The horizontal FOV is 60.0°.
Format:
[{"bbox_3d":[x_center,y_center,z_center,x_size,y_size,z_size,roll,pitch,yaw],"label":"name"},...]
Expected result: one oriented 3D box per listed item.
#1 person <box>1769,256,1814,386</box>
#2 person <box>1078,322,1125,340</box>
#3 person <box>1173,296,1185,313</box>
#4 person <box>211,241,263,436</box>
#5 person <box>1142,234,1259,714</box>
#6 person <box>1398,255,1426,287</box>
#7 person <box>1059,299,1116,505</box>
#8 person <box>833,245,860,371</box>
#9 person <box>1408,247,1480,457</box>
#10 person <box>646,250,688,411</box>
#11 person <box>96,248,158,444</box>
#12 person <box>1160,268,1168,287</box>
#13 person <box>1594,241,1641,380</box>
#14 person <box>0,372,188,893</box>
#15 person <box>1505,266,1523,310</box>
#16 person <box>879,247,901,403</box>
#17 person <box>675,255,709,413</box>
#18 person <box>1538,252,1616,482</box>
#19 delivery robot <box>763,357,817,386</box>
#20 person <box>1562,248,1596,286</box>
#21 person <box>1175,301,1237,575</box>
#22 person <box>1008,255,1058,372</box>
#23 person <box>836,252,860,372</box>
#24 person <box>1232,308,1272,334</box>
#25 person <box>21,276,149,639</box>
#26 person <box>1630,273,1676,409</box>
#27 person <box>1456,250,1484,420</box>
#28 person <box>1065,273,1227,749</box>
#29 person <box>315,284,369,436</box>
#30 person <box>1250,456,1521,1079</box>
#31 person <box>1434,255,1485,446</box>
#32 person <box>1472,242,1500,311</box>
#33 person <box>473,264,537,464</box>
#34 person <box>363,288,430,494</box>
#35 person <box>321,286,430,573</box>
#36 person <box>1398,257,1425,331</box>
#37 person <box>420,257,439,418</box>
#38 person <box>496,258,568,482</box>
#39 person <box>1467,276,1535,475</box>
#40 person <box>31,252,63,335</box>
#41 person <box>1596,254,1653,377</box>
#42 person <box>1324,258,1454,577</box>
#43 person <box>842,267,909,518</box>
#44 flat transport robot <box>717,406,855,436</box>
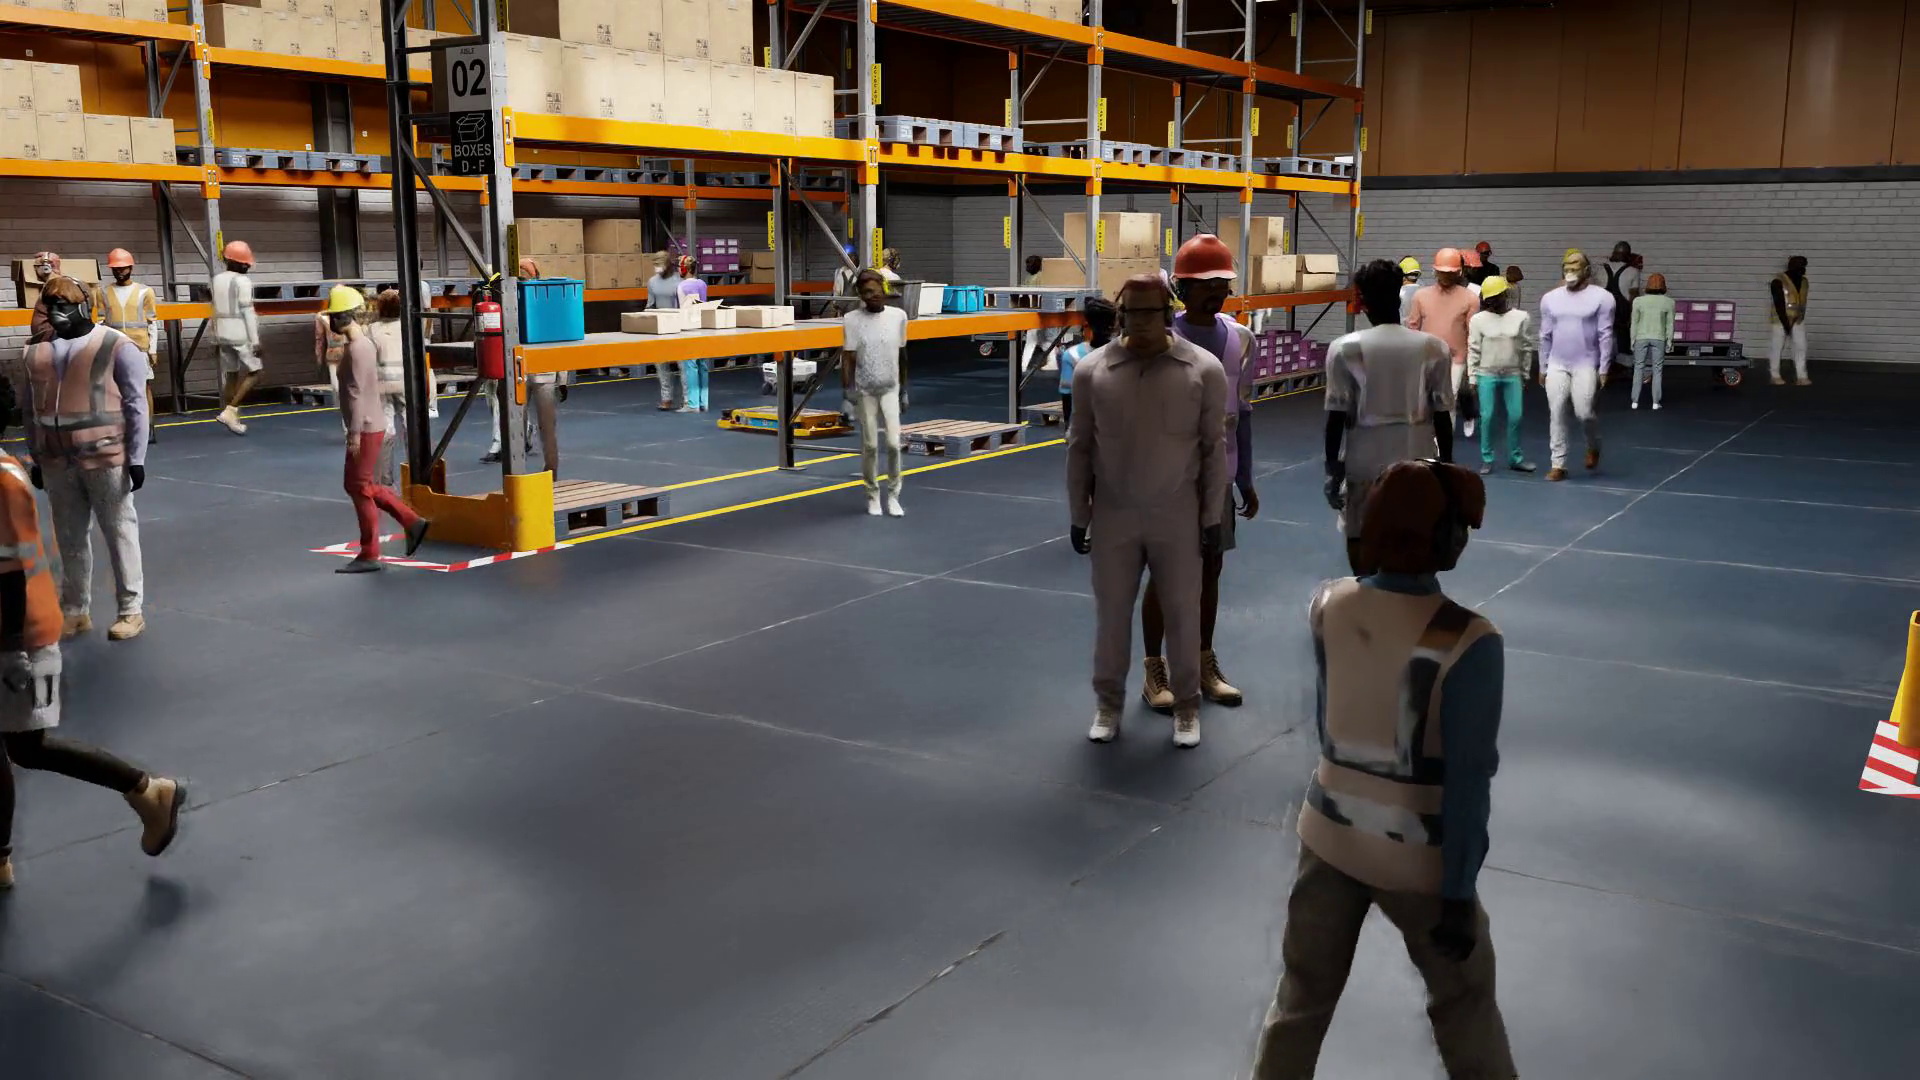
[{"bbox_3d":[11.522,-3.019,23.018,0.626,1.802,0.792,-2,10,-12],"label":"person"},{"bbox_3d":[1.838,-2.805,21.615,0.693,1.878,0.609,3,11,18],"label":"person"},{"bbox_3d":[1.484,-0.868,11.332,0.491,1.727,0.686,5,11,26],"label":"person"},{"bbox_3d":[-7.530,-2.076,17.212,0.710,2.016,0.511,7,12,32],"label":"person"},{"bbox_3d":[1.024,-0.279,7.166,0.605,2.045,0.377,-5,11,-25],"label":"person"},{"bbox_3d":[5.931,-2.844,21.988,0.523,1.838,0.627,5,11,26],"label":"person"},{"bbox_3d":[0.901,-0.714,10.654,0.540,1.639,0.844,1,10,8],"label":"person"},{"bbox_3d":[-1.702,-3.604,25.855,0.618,1.945,0.394,5,11,25],"label":"person"},{"bbox_3d":[4.275,-1.592,14.669,0.652,1.959,0.715,6,12,29],"label":"person"},{"bbox_3d":[-3.424,-2.446,19.614,0.644,1.913,0.486,5,11,27],"label":"person"},{"bbox_3d":[-8.246,-1.909,16.493,0.545,1.938,0.358,-3,11,-17],"label":"person"},{"bbox_3d":[2.978,-3.629,26.052,0.586,1.928,0.365,4,11,20],"label":"person"},{"bbox_3d":[9.585,-3.351,24.199,0.700,2.000,0.989,9,13,40],"label":"person"},{"bbox_3d":[-2.847,0.272,5.122,0.677,1.680,0.534,-9,13,-40],"label":"person"},{"bbox_3d":[8.355,-3.332,25.223,0.284,1.633,0.497,2,10,11],"label":"person"},{"bbox_3d":[-0.881,-2.578,20.200,0.355,1.937,0.634,-6,12,-31],"label":"person"},{"bbox_3d":[-3.130,-2.401,19.467,0.388,1.847,0.563,4,11,20],"label":"person"},{"bbox_3d":[5.194,-1.458,14.026,0.629,1.927,0.580,8,13,39],"label":"person"},{"bbox_3d":[-2.233,-2.232,21.854,0.707,0.478,0.477,-9,14,-42],"label":"delivery robot"},{"bbox_3d":[8.109,-2.874,21.915,0.592,1.912,0.412,-7,12,-34],"label":"person"},{"bbox_3d":[1.393,-0.736,9.992,0.545,1.939,0.354,-2,11,-13],"label":"person"},{"bbox_3d":[1.170,-3.487,25.673,0.890,1.798,0.633,-4,11,-20],"label":"person"},{"bbox_3d":[-1.632,-3.455,25.321,0.516,1.842,0.328,4,11,20],"label":"person"},{"bbox_3d":[4.587,-3.569,26.016,0.618,1.814,0.613,0,10,-2],"label":"person"},{"bbox_3d":[-4.432,-0.405,8.428,0.626,1.843,0.430,1,10,4],"label":"person"},{"bbox_3d":[8.303,-2.380,19.973,0.494,1.624,0.283,5,11,24],"label":"person"},{"bbox_3d":[5.684,-2.277,18.608,0.571,1.904,0.794,-8,13,-38],"label":"person"},{"bbox_3d":[0.738,-0.111,6.659,0.650,1.896,0.400,2,10,10],"label":"person"},{"bbox_3d":[-6.102,-1.743,16.538,0.554,1.597,0.664,-6,12,-28],"label":"person"},{"bbox_3d":[0.907,0.629,3.381,0.843,1.594,0.531,-6,12,-31],"label":"person"},{"bbox_3d":[4.906,-1.897,16.518,0.603,1.906,0.627,7,12,34],"label":"person"},{"bbox_3d":[8.334,-3.764,26.615,0.612,1.995,0.376,-5,11,-26],"label":"person"},{"bbox_3d":[-4.174,-1.623,15.262,0.606,1.813,0.752,6,12,31],"label":"person"},{"bbox_3d":[-4.465,-1.169,13.214,0.514,1.643,0.307,1,10,4],"label":"person"},{"bbox_3d":[-3.589,-0.666,10.139,0.495,1.750,0.525,-4,11,-19],"label":"person"},{"bbox_3d":[4.885,-2.169,18.226,0.590,1.833,0.404,-5,12,-27],"label":"person"},{"bbox_3d":[-6.162,-2.313,18.918,0.335,1.873,0.519,-8,13,-37],"label":"person"},{"bbox_3d":[-3.340,-1.244,12.963,0.574,1.881,0.357,-1,10,-4],"label":"person"},{"bbox_3d":[4.651,-1.409,14.313,0.594,1.722,0.447,1,10,4],"label":"person"},{"bbox_3d":[-8.911,-1.875,16.393,0.404,1.906,0.652,-4,11,-22],"label":"person"},{"bbox_3d":[9.713,-3.271,24.367,1.011,1.828,0.692,2,10,8],"label":"person"},{"bbox_3d":[2.037,-0.347,7.834,0.648,1.942,0.586,1,10,3],"label":"person"},{"bbox_3d":[-0.611,-1.059,12.079,0.532,1.826,0.643,-2,10,-12],"label":"person"},{"bbox_3d":[-1.846,-1.265,17.542,1.431,0.197,0.652,9,13,40],"label":"flat transport robot"}]
